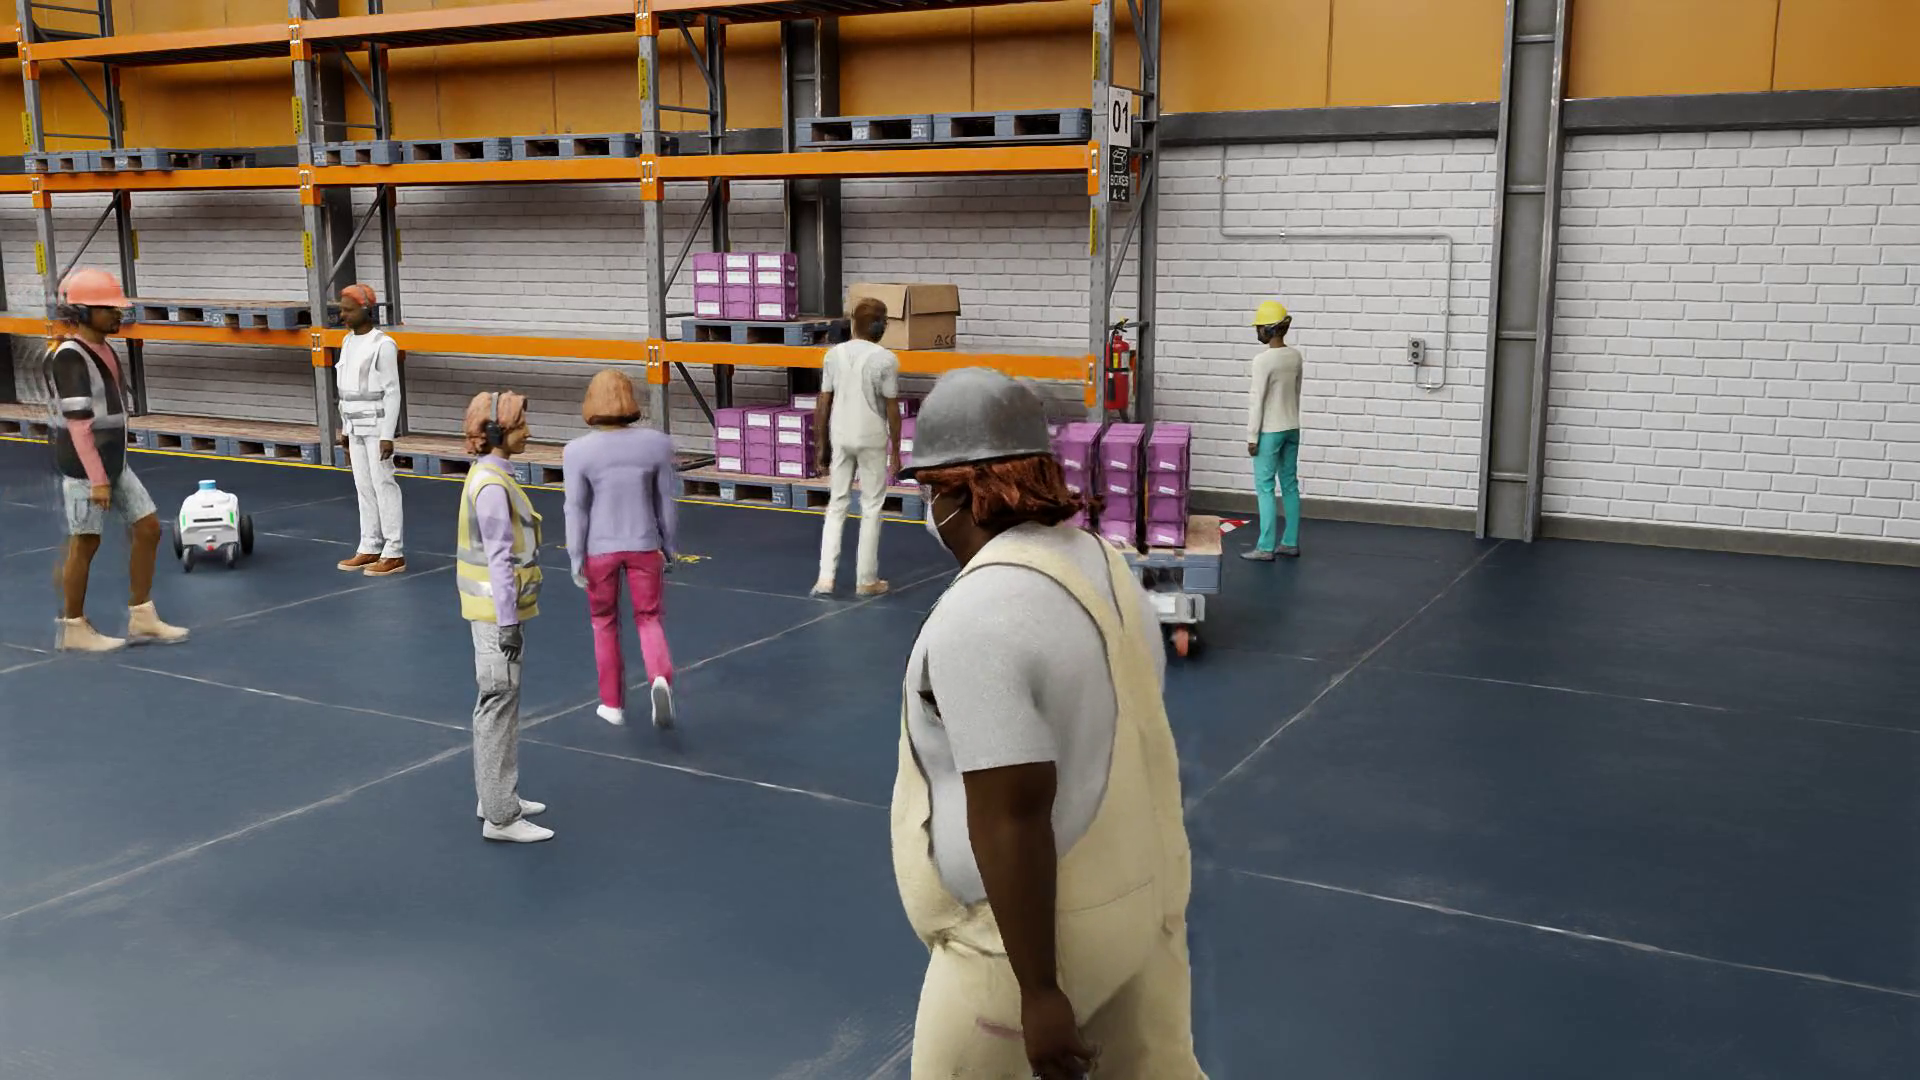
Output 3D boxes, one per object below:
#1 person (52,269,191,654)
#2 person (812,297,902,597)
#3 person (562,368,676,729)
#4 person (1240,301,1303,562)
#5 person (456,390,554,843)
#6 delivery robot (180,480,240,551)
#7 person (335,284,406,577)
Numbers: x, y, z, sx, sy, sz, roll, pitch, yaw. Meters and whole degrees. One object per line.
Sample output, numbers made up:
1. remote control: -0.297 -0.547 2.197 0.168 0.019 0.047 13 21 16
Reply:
1. person: -4.411 -0.391 8.679 0.759 2.012 0.633 -1 10 -6
2. person: -0.637 -0.535 10.040 0.567 1.820 0.562 4 11 22
3. person: -1.479 0.055 7.317 0.509 1.617 0.609 -5 11 -24
4. person: 2.114 -0.733 11.274 0.525 1.759 0.343 -9 14 -42
5. person: -1.666 0.276 6.060 0.309 1.639 0.522 -3 11 -18
6. delivery robot: -5.033 -0.159 11.162 0.477 0.478 0.707 -4 11 -22
7. person: -3.837 -0.708 10.786 0.573 1.883 0.355 9 14 40
